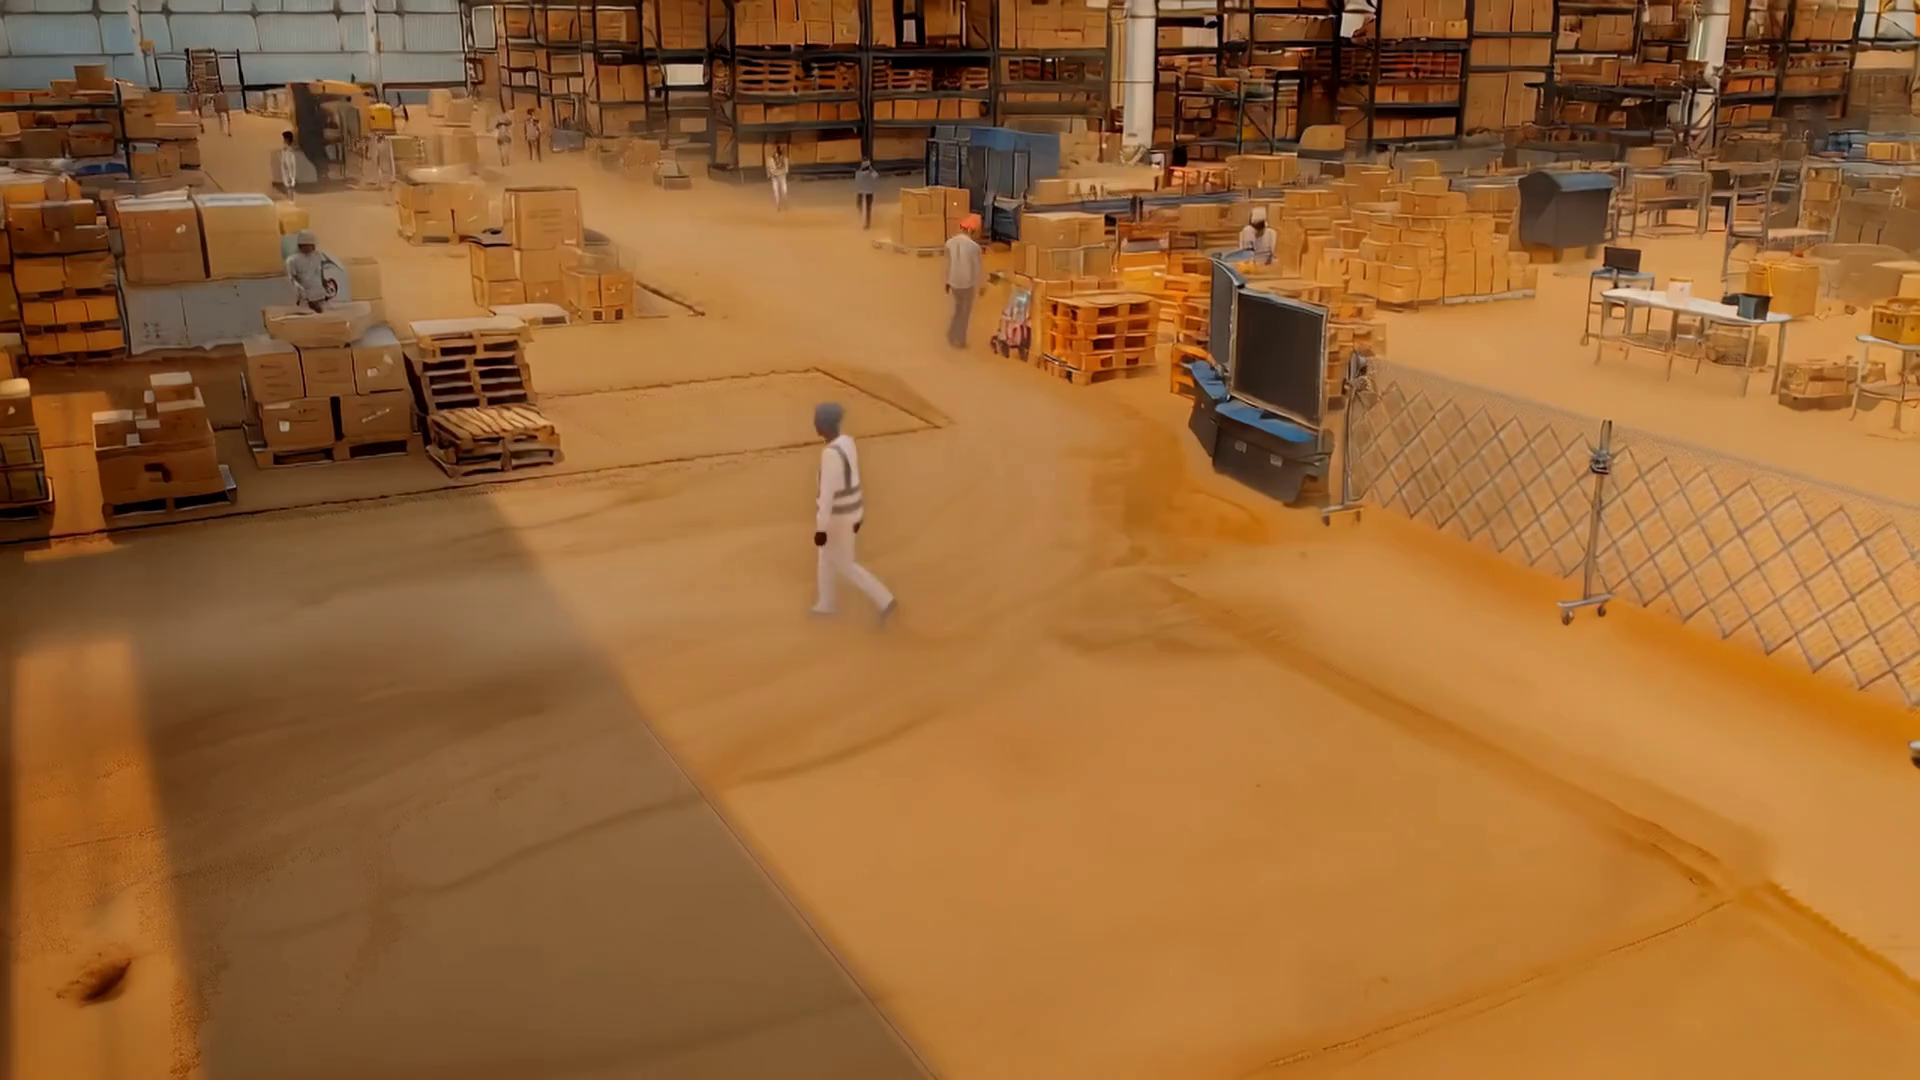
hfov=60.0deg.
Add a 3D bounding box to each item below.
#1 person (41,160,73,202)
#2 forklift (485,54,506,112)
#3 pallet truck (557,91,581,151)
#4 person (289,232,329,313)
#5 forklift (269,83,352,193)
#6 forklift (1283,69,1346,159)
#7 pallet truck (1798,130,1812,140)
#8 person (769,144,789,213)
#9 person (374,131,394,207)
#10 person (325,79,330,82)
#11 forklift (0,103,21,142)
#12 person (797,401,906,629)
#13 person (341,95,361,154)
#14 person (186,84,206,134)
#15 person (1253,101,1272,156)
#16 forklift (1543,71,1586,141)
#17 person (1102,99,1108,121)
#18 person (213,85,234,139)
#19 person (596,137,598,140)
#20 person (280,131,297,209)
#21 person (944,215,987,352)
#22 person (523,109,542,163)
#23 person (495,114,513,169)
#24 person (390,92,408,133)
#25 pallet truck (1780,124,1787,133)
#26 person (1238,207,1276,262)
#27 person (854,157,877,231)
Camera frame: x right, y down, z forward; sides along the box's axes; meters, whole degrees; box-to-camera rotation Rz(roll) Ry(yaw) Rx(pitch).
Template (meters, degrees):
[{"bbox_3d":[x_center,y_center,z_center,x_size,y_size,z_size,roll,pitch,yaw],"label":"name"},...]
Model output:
[{"bbox_3d":[-17.548,-6.443,32.469,0.565,1.916,0.510,-2,18,-5],"label":"person"},{"bbox_3d":[-20.050,-19.454,71.483,1.873,2.768,1.129,-9,20,-26],"label":"forklift"},{"bbox_3d":[-13.495,-14.412,57.188,0.823,1.965,1.885,-3,18,-9],"label":"pallet truck"},{"bbox_3d":[-9.166,-3.475,23.500,0.494,1.743,0.302,-13,22,-36],"label":"person"},{"bbox_3d":[-17.396,-10.707,44.215,1.873,2.768,1.129,-9,20,-26],"label":"forklift"},{"bbox_3d":[11.615,-13.871,54.079,1.129,2.768,1.873,-9,20,-27],"label":"forklift"},{"bbox_3d":[25.526,-11.556,49.408,1.630,1.274,0.653,-9,20,-26],"label":"pallet truck"},{"bbox_3d":[-4.340,-8.660,39.857,0.530,1.630,0.362,-7,19,-21],"label":"person"},{"bbox_3d":[-14.226,-9.156,41.045,0.394,1.853,0.511,7,19,20],"label":"person"},{"bbox_3d":[-26.023,-18.019,68.589,0.529,1.900,0.590,5,18,14],"label":"person"},{"bbox_3d":[-35.172,-15.788,60.054,1.873,2.768,1.129,10,20,29],"label":"forklift"},{"bbox_3d":[-0.865,-0.187,13.079,0.844,1.858,0.570,2,18,6],"label":"person"},{"bbox_3d":[-20.491,-13.987,55.959,0.629,1.940,0.373,9,20,26],"label":"person"},{"bbox_3d":[-29.746,-16.756,64.671,0.983,1.909,0.625,17,24,42],"label":"person"},{"bbox_3d":[9.477,-12.709,51.894,0.626,2.000,1.035,-9,20,-27],"label":"person"},{"bbox_3d":[18.685,-13.231,52.085,1.873,2.768,1.129,-9,20,-26],"label":"forklift"},{"bbox_3d":[6.290,-18.894,71.576,0.454,1.727,0.506,-13,22,-35],"label":"person"},{"bbox_3d":[-27.675,-16.052,62.391,0.643,1.938,1.026,-14,23,-38],"label":"person"},{"bbox_3d":[-12.971,-15.543,61.125,0.947,1.829,0.640,-4,18,-13],"label":"person"},{"bbox_3d":[-15.893,-8.697,39.446,0.386,1.959,0.598,-4,18,-14],"label":"person"},{"bbox_3d":[0.074,-3.653,23.723,0.453,1.954,0.631,-17,24,-42],"label":"person"},{"bbox_3d":[-13.549,-12.815,52.741,0.537,1.650,0.862,0,18,0],"label":"person"},{"bbox_3d":[-13.876,-12.122,50.634,0.533,1.625,0.461,-3,18,-10],"label":"person"},{"bbox_3d":[-19.665,-14.742,58.346,0.589,1.919,0.393,-3,18,-9],"label":"person"},{"bbox_3d":[25.206,-12.542,52.601,1.601,1.201,0.680,0,18,-2],"label":"pallet truck"},{"bbox_3d":[4.589,-4.237,25.747,0.597,1.821,0.403,-1,18,-4],"label":"person"},{"bbox_3d":[-2.079,-7.640,36.677,0.520,1.619,0.433,2,18,5],"label":"person"}]
